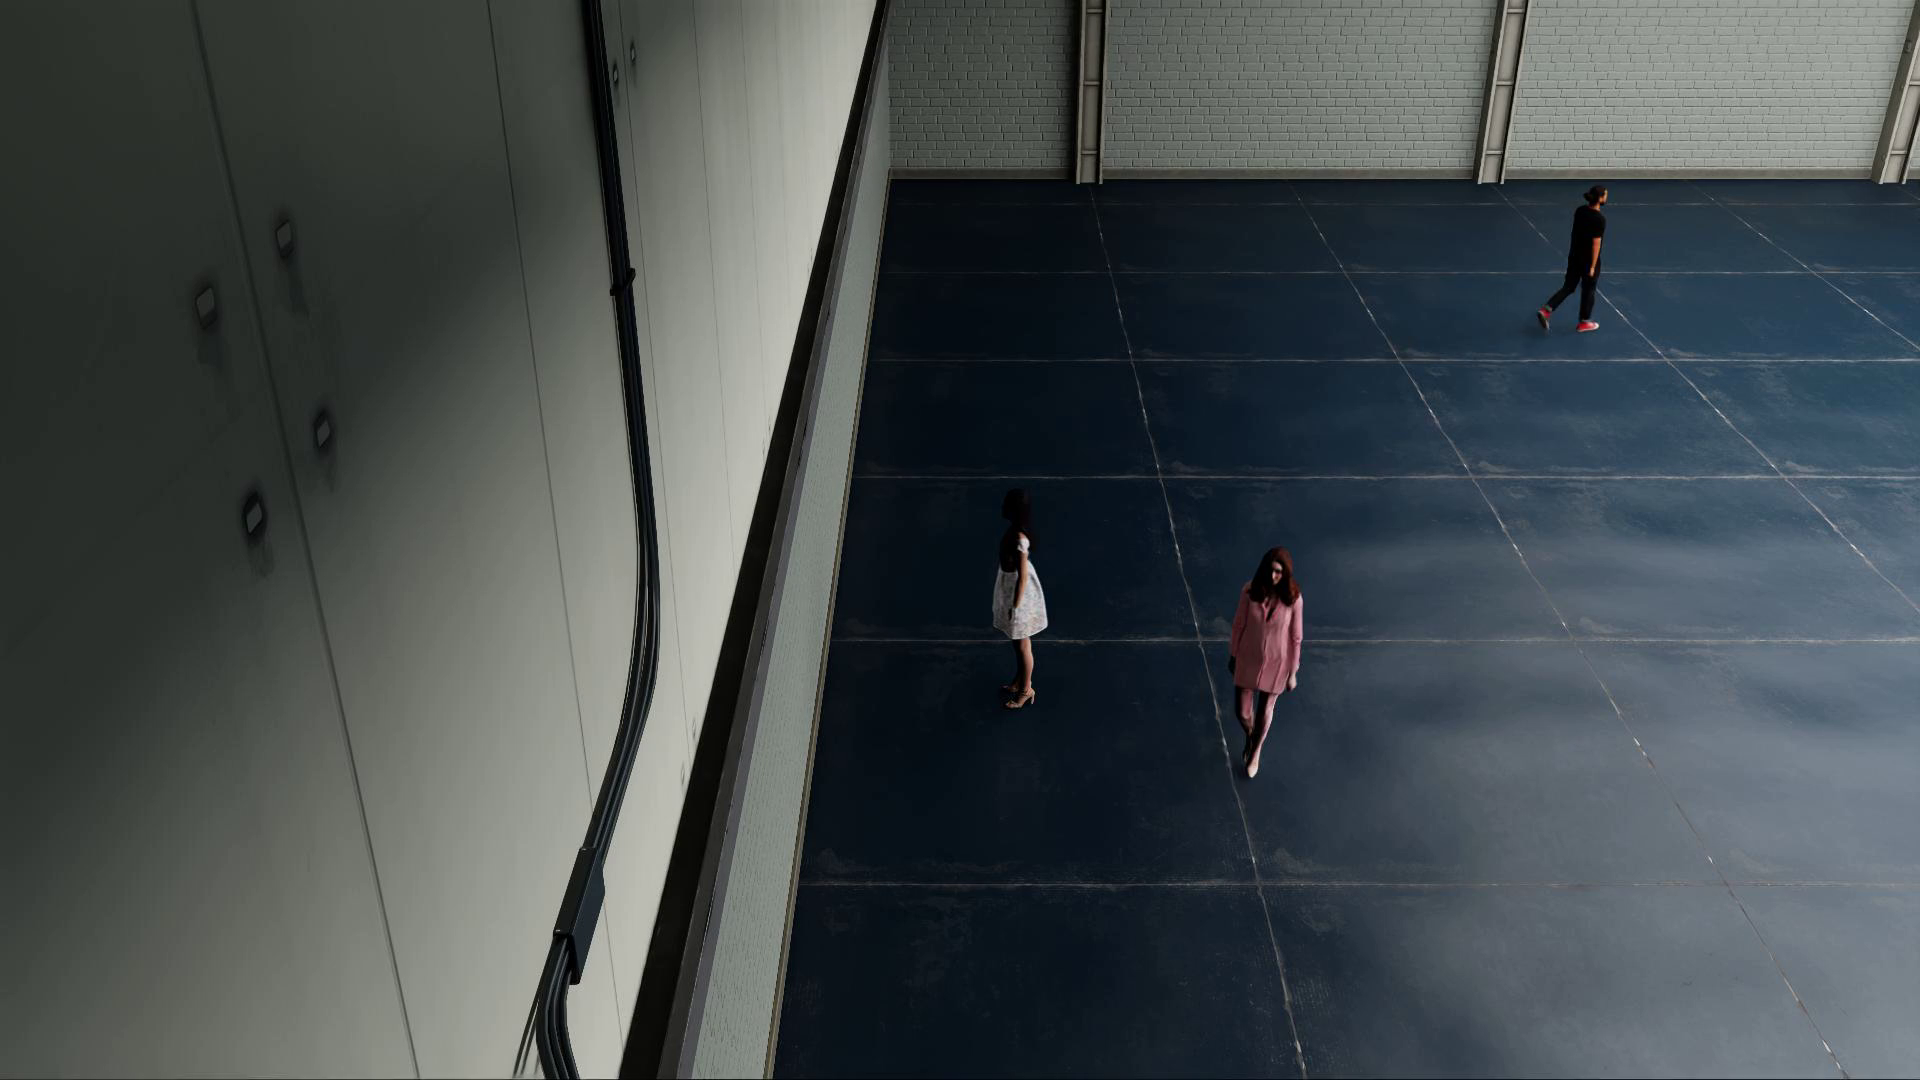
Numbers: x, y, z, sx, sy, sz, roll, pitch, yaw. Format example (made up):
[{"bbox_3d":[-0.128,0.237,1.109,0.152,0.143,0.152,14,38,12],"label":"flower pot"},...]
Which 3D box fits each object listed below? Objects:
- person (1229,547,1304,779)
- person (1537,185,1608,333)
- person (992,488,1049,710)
[{"bbox_3d":[2.101,0.806,11.427,0.649,1.790,0.769,8,29,14],"label":"person"},{"bbox_3d":[7.050,-3.186,18.975,1.116,1.742,0.886,-11,30,-19],"label":"person"},{"bbox_3d":[0.416,0.426,12.158,0.630,1.774,0.645,1,28,1],"label":"person"}]
